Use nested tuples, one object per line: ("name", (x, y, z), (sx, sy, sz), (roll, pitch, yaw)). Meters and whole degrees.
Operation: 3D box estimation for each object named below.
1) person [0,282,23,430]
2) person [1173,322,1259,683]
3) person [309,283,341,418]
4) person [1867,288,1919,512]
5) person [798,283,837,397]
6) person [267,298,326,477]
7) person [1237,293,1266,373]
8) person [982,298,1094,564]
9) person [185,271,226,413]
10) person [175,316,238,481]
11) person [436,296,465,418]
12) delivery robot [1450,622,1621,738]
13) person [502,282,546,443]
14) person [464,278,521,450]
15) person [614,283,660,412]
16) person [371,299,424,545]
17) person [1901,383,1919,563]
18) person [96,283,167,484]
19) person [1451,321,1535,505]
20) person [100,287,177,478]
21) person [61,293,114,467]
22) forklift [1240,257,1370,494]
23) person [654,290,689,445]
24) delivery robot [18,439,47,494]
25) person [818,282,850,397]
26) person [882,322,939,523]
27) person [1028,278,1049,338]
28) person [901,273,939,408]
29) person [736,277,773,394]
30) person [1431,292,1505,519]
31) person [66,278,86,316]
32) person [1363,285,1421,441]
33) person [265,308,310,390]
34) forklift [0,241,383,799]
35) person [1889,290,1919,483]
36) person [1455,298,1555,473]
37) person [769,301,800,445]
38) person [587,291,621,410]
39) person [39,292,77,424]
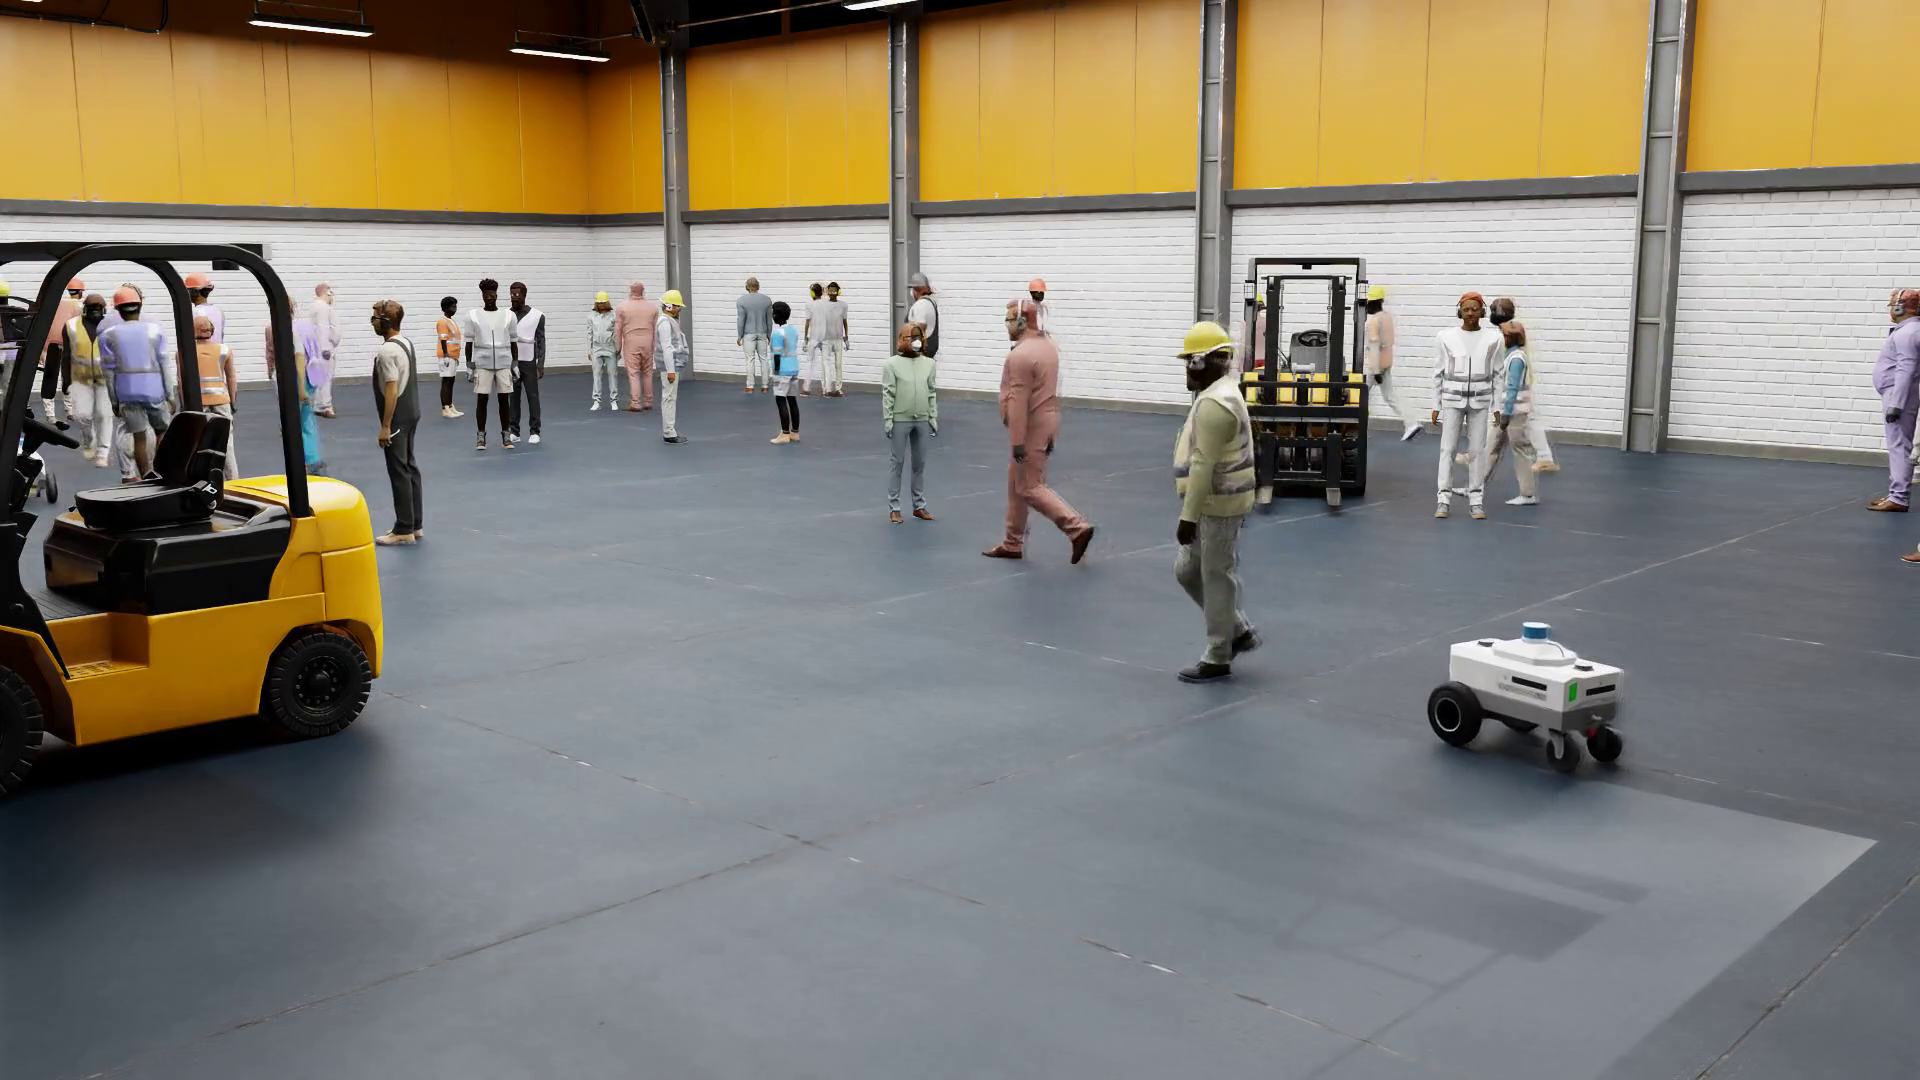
("person", (-12.167, -2.341, 21.325), (0.366, 1.901, 0.631), (-2, 9, -10))
("person", (1.254, -0.182, 8.349), (0.453, 1.811, 0.568), (0, 9, 0))
("person", (-8.863, -2.642, 23.265), (0.395, 1.873, 0.721), (-4, 10, -23))
("person", (8.019, -1.190, 14.231), (0.399, 1.905, 0.643), (7, 11, 36))
("person", (-2.316, -3.225, 26.940), (0.638, 1.836, 0.605), (-4, 10, -22))
("person", (-6.488, -1.483, 16.287), (0.479, 1.810, 0.607), (-3, 10, -17))
("person", (3.807, -2.310, 21.518), (0.530, 1.767, 0.328), (-5, 10, -27))
("person", (0.549, -0.753, 11.665), (0.825, 1.875, 0.645), (4, 10, 21))
("person", (-8.019, -1.817, 17.645), (0.377, 2.045, 0.605), (0, 9, 3))
("person", (-6.953, -1.245, 15.382), (0.515, 1.637, 0.314), (-6, 11, -31))
("person", (-7.105, -2.539, 23.145), (0.319, 1.693, 0.532), (0, 9, -2))
("delivery robot", (2.450, 0.596, 7.114), (0.477, 0.478, 0.707), (-6, 11, -31))
("person", (-5.211, -2.105, 19.792), (0.587, 1.920, 0.391), (2, 9, 10))
("person", (-5.363, -2.014, 19.084), (0.613, 1.963, 0.362), (-4, 10, -21))
("person", (-4.707, -2.808, 24.304), (0.666, 1.874, 0.663), (-4, 10, -25))
("person", (-4.248, -0.881, 12.514), (0.344, 1.843, 0.520), (0, 9, 0))
("person", (6.897, -0.635, 11.656), (0.500, 1.632, 0.282), (-2, 9, -12))
("person", (-7.810, -1.458, 15.763), (0.630, 1.940, 0.372), (1, 9, 4))
("person", (4.725, -1.104, 14.605), (0.749, 1.607, 0.545), (2, 9, 10))
("person", (-7.318, -1.295, 14.854), (0.573, 1.908, 0.477), (-4, 10, -21))
("person", (-9.039, -1.667, 17.409), (0.649, 1.822, 0.470), (-4, 10, -23))
("forklift", (3.309, -1.629, 16.029), (1.214, 2.155, 2.313), (2, 9, 11))
("person", (-3.405, -2.037, 19.666), (0.403, 1.825, 0.586), (-2, 9, -9))
("delivery robot", (-8.339, -0.651, 14.763), (0.477, 0.478, 0.707), (-6, 11, -32))
("person", (-2.039, -3.241, 26.936), (0.521, 1.864, 0.335), (-3, 10, -15))
("person", (-0.406, -0.960, 13.637), (0.499, 1.636, 0.286), (-5, 11, -30))
("person", (1.062, -2.666, 23.171), (0.542, 1.939, 0.362), (-9, 13, -43))
("person", (-0.560, -2.629, 22.630), (0.538, 2.000, 0.701), (2, 9, 11))
("person", (-3.417, -3.396, 27.666), (0.627, 1.935, 0.371), (-4, 10, -26))
("person", (4.206, -1.110, 13.814), (0.576, 1.879, 0.354), (2, 9, 12))
("person", (-13.426, -3.014, 25.353), (0.545, 1.930, 0.384), (2, 9, 10))
("person", (5.091, -2.119, 19.999), (0.942, 1.896, 0.586), (7, 12, 38))
("person", (-8.187, -2.093, 20.334), (0.534, 1.710, 0.930), (-3, 10, -19))
("forklift", (-3.706, -0.171, 7.093), (1.214, 2.155, 2.313), (9, 13, 43))
("person", (9.355, -1.498, 16.170), (0.584, 1.883, 0.337), (-4, 10, -26))
("person", (5.617, -1.571, 16.975), (1.033, 1.773, 0.631), (4, 10, 25))
("person", (-2.080, -1.974, 19.687), (0.318, 1.695, 0.535), (3, 10, 20))
("person", (-5.215, -2.763, 24.363), (0.494, 1.741, 0.306), (0, 9, -2))
("person", (-12.089, -2.549, 22.284), (0.380, 1.993, 0.610), (7, 12, 36))
